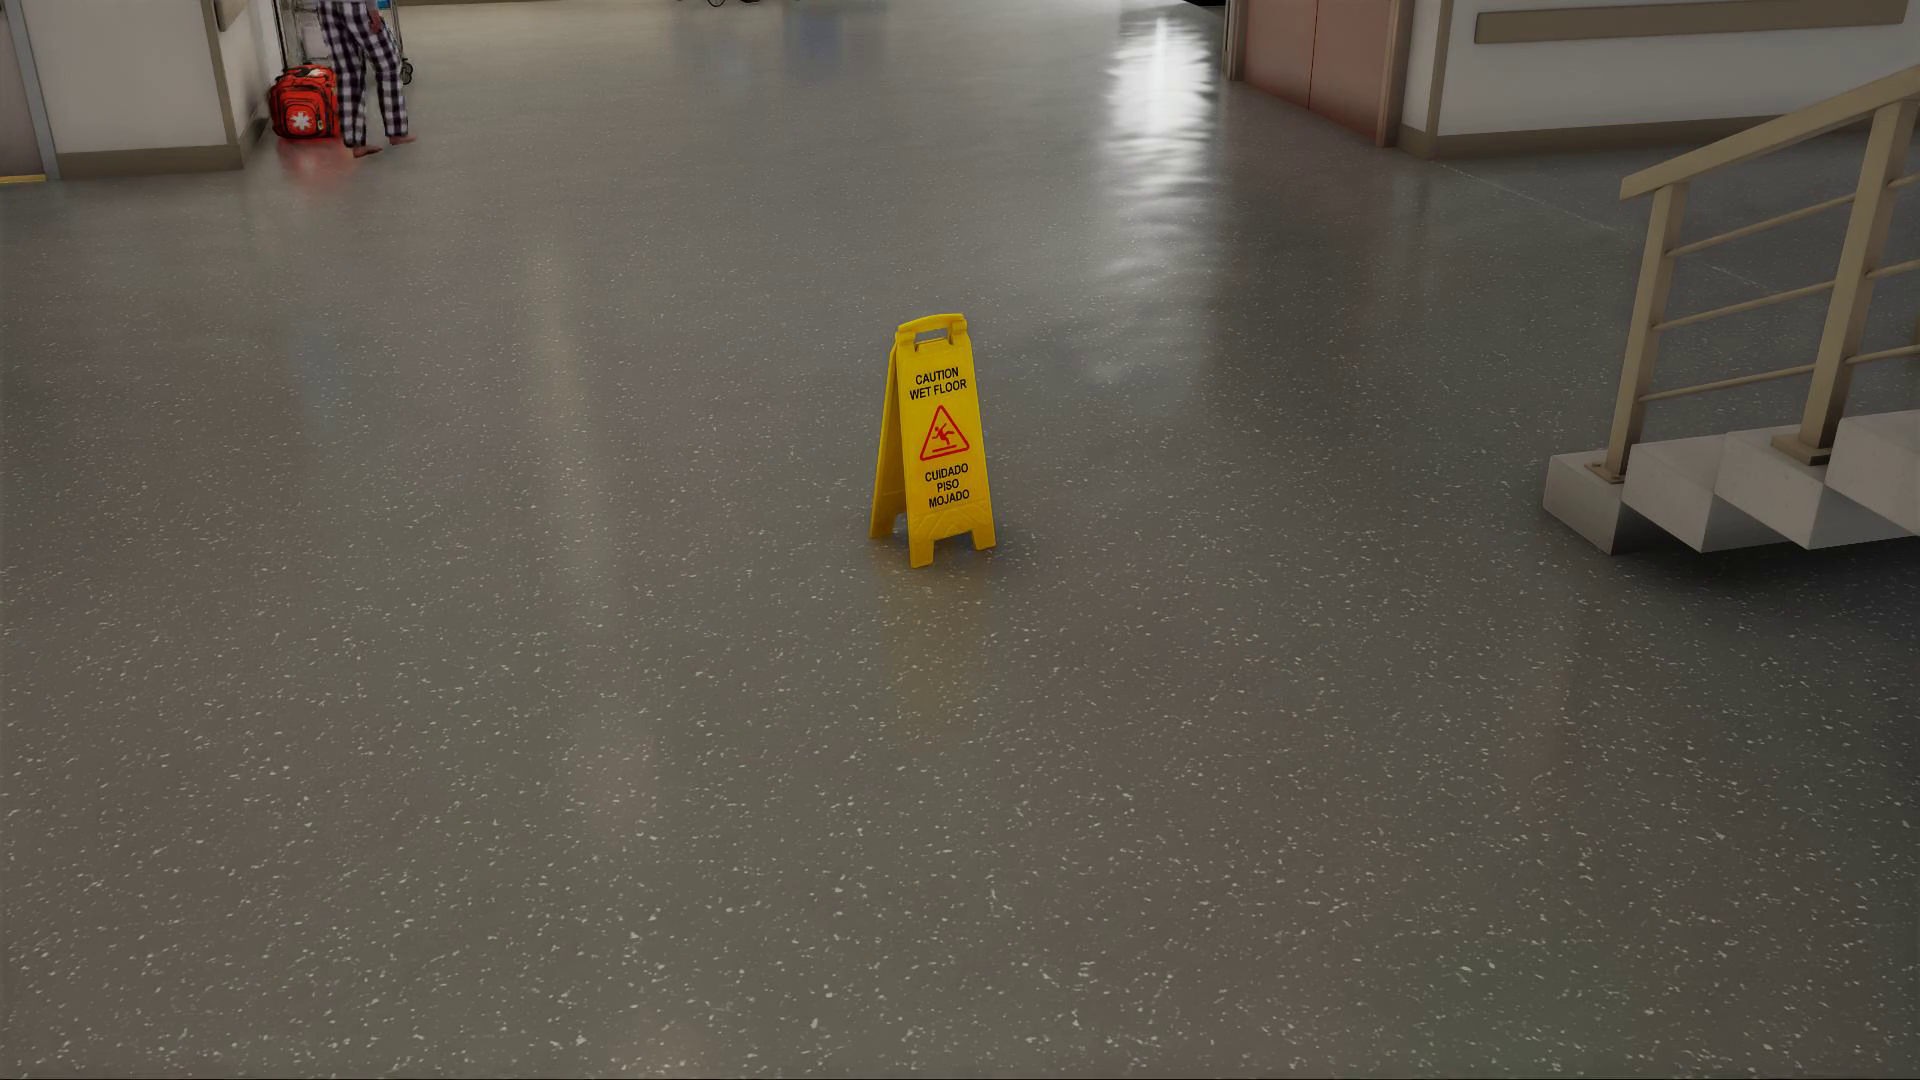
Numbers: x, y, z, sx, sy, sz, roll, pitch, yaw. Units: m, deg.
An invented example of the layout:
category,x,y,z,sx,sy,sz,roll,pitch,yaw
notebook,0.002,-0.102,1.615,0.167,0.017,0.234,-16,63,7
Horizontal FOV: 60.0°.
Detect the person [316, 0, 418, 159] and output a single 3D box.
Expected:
category,x,y,z,sx,sy,sz,roll,pitch,yaw
person,-3.846,-3.282,10.295,0.868,1.823,0.966,7,27,14
